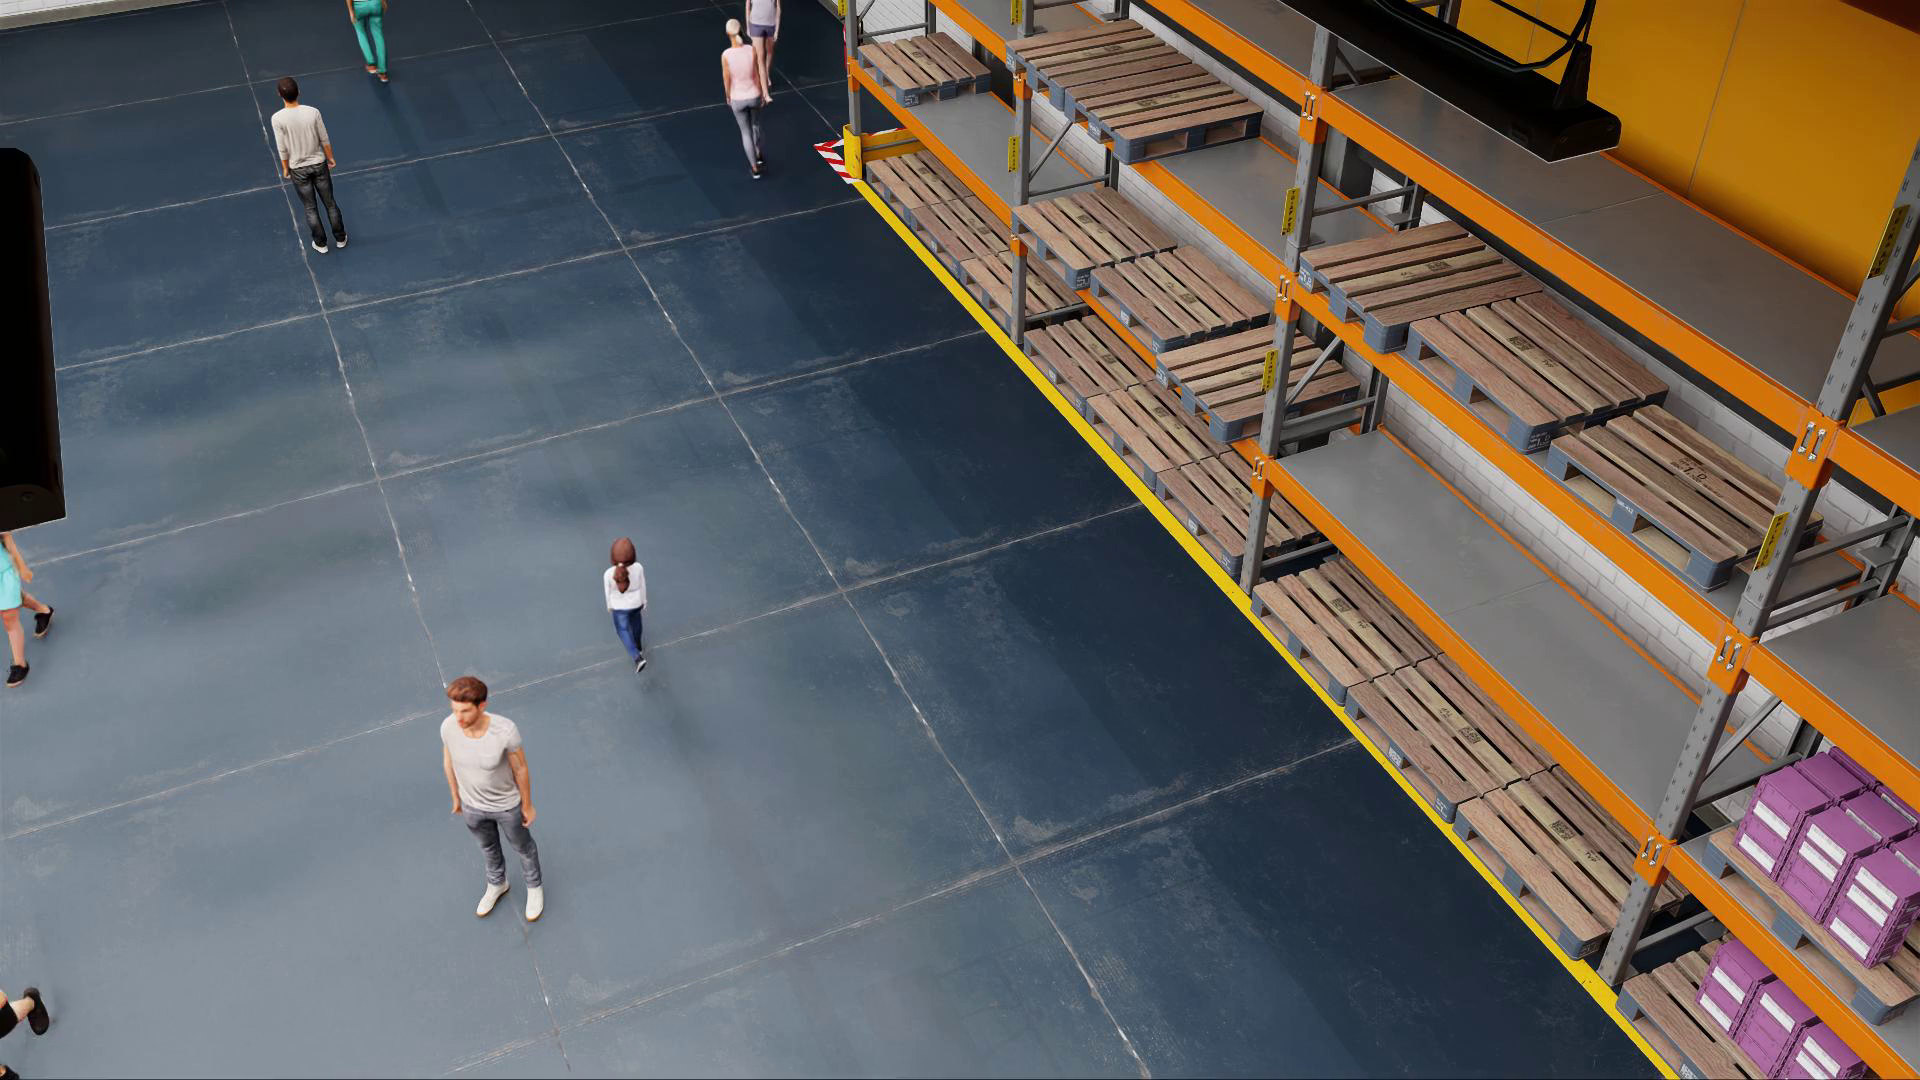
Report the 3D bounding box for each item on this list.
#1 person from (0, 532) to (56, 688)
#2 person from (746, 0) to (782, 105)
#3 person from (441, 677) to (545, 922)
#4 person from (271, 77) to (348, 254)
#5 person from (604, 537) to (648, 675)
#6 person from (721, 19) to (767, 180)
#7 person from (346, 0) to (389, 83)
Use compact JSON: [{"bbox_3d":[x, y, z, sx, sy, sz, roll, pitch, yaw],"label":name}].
[{"bbox_3d":[-6.846,0.200,11.892,0.885,1.521,1.130,2,39,2],"label":"person"},{"bbox_3d":[-2.318,-6.084,19.607,0.684,1.712,1.219,-9,40,-12],"label":"person"},{"bbox_3d":[-2.788,1.526,9.929,0.747,1.898,0.754,5,39,6],"label":"person"},{"bbox_3d":[-6.501,-3.739,16.591,0.682,1.811,0.555,-20,43,-23],"label":"person"},{"bbox_3d":[-2.369,0.470,11.896,0.458,1.094,0.709,-18,42,-21],"label":"person"},{"bbox_3d":[-2.296,-4.701,17.885,0.624,1.700,0.820,-10,40,-12],"label":"person"},{"bbox_3d":[-7.082,-6.352,19.912,0.632,1.750,0.728,-18,42,-21],"label":"person"}]
